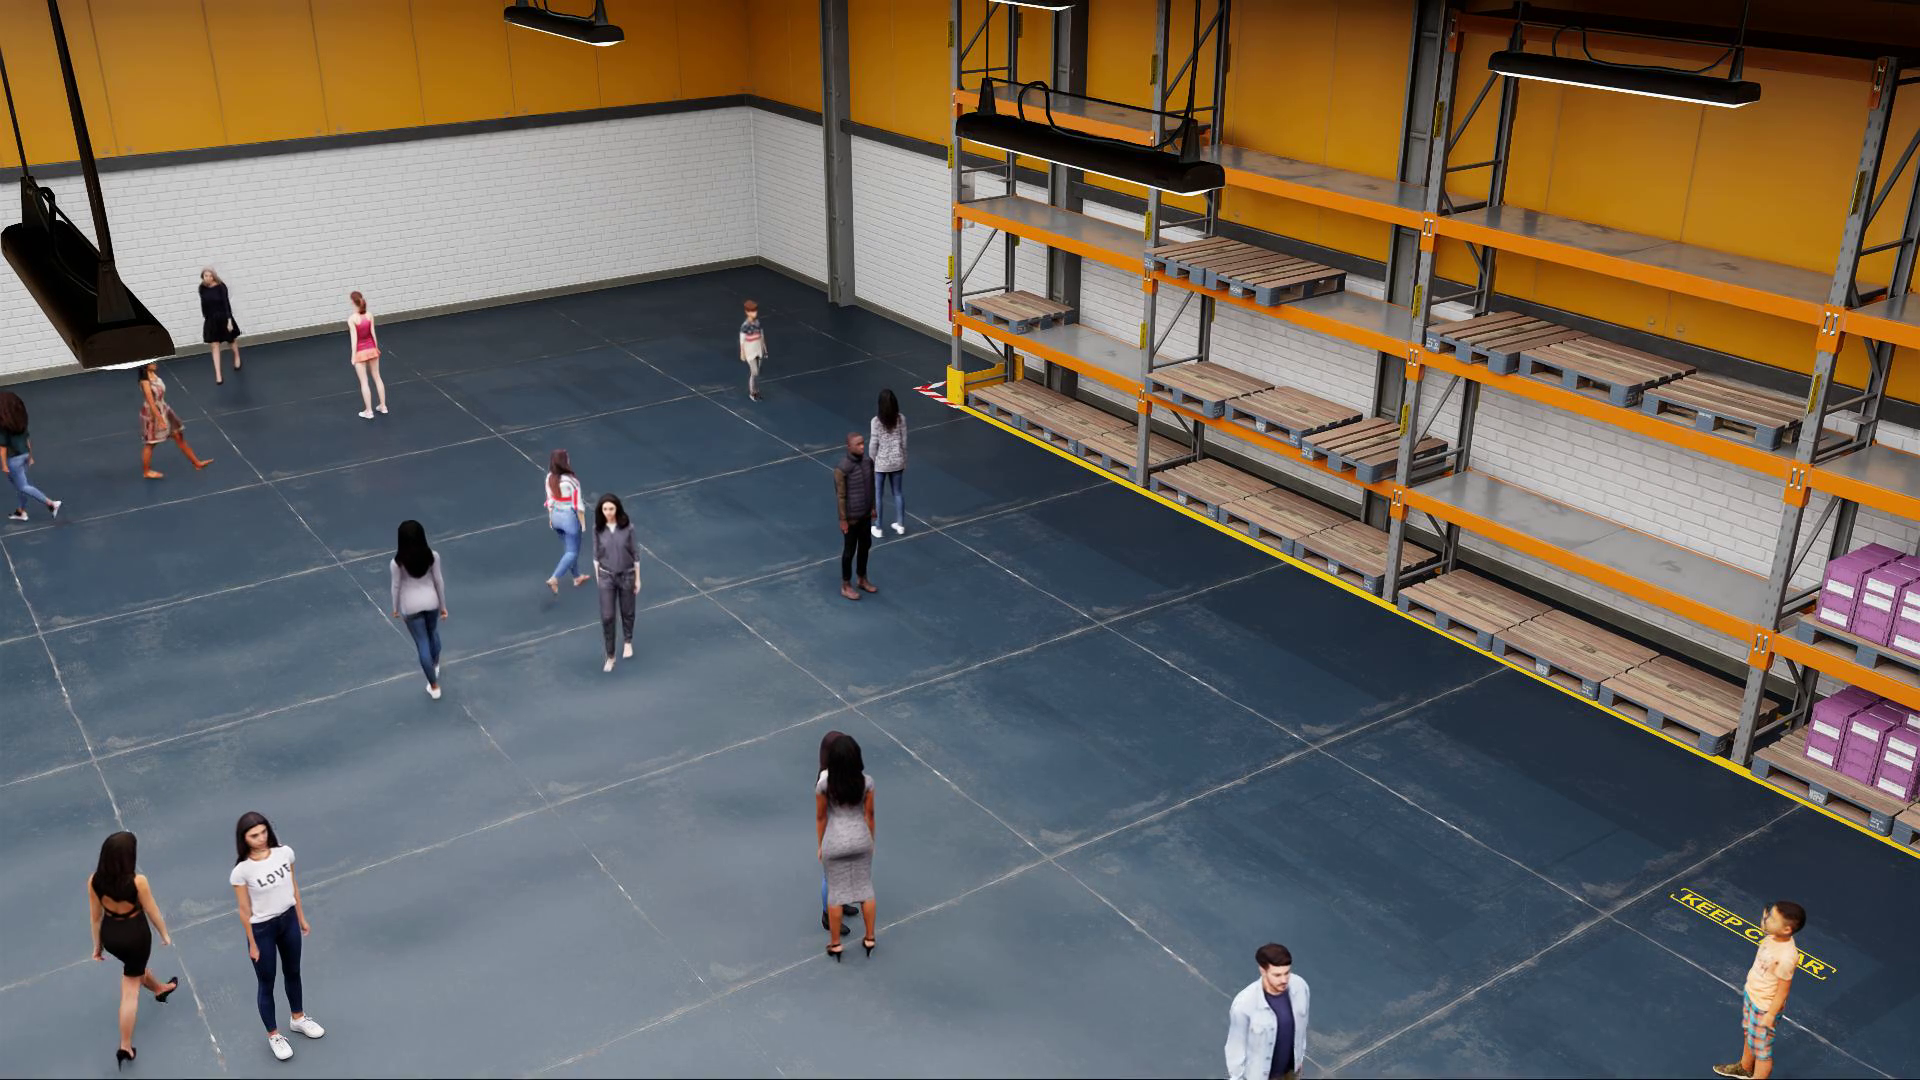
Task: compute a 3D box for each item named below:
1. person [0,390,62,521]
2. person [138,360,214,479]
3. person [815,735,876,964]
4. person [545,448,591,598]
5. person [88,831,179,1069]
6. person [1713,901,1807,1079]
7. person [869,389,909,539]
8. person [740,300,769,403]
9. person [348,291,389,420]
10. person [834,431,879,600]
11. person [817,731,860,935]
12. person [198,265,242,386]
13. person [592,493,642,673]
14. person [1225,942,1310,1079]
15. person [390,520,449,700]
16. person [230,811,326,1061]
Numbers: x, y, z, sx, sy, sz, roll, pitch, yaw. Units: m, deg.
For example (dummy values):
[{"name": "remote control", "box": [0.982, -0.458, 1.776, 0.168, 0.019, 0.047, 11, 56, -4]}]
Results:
[{"name": "person", "box": [-10.815, -0.942, 19.187, 1.030, 1.599, 0.991, 3, 24, 7]}, {"name": "person", "box": [-9.972, -1.497, 20.447, 1.037, 1.607, 1.122, -3, 24, -7]}, {"name": "person", "box": [-0.799, 2.191, 11.799, 0.650, 1.777, 0.658, -5, 24, -12]}, {"name": "person", "box": [-4.176, -0.164, 17.415, 1.003, 1.593, 0.957, 11, 26, 23]}, {"name": "person", "box": [-5.458, 2.708, 10.839, 0.979, 1.598, 1.112, 0, 24, 0]}, {"name": "person", "box": [5.116, 2.909, 10.551, 0.659, 1.461, 0.596, 4, 24, 8]}, {"name": "person", "box": [-0.817, -0.874, 18.873, 0.654, 1.726, 0.576, -11, 26, -24]}, {"name": "person", "box": [-2.953, -2.678, 23.372, 0.698, 1.428, 0.618, 16, 28, 32]}, {"name": "person", "box": [-8.108, -2.544, 22.660, 0.648, 1.754, 0.637, 16, 28, 33]}, {"name": "person", "box": [-1.087, -0.280, 17.376, 0.671, 1.837, 0.739, 18, 30, 36]}, {"name": "person", "box": [-0.902, 2.110, 12.164, 0.722, 1.632, 0.674, 5, 24, 12]}, {"name": "person", "box": [-10.710, -3.147, 24.118, 1.021, 1.690, 1.280, 0, 24, 0]}, {"name": "person", "box": [-3.298, 0.328, 16.101, 0.807, 1.745, 0.945, -4, 24, -9]}, {"name": "person", "box": [1.754, 3.068, 9.761, 0.759, 1.802, 0.777, -10, 26, -22]}, {"name": "person", "box": [-4.952, 0.671, 15.356, 0.600, 1.712, 0.886, -16, 28, -33]}, {"name": "person", "box": [-4.524, 2.569, 10.936, 0.635, 1.775, 0.654, 15, 28, 30]}]
